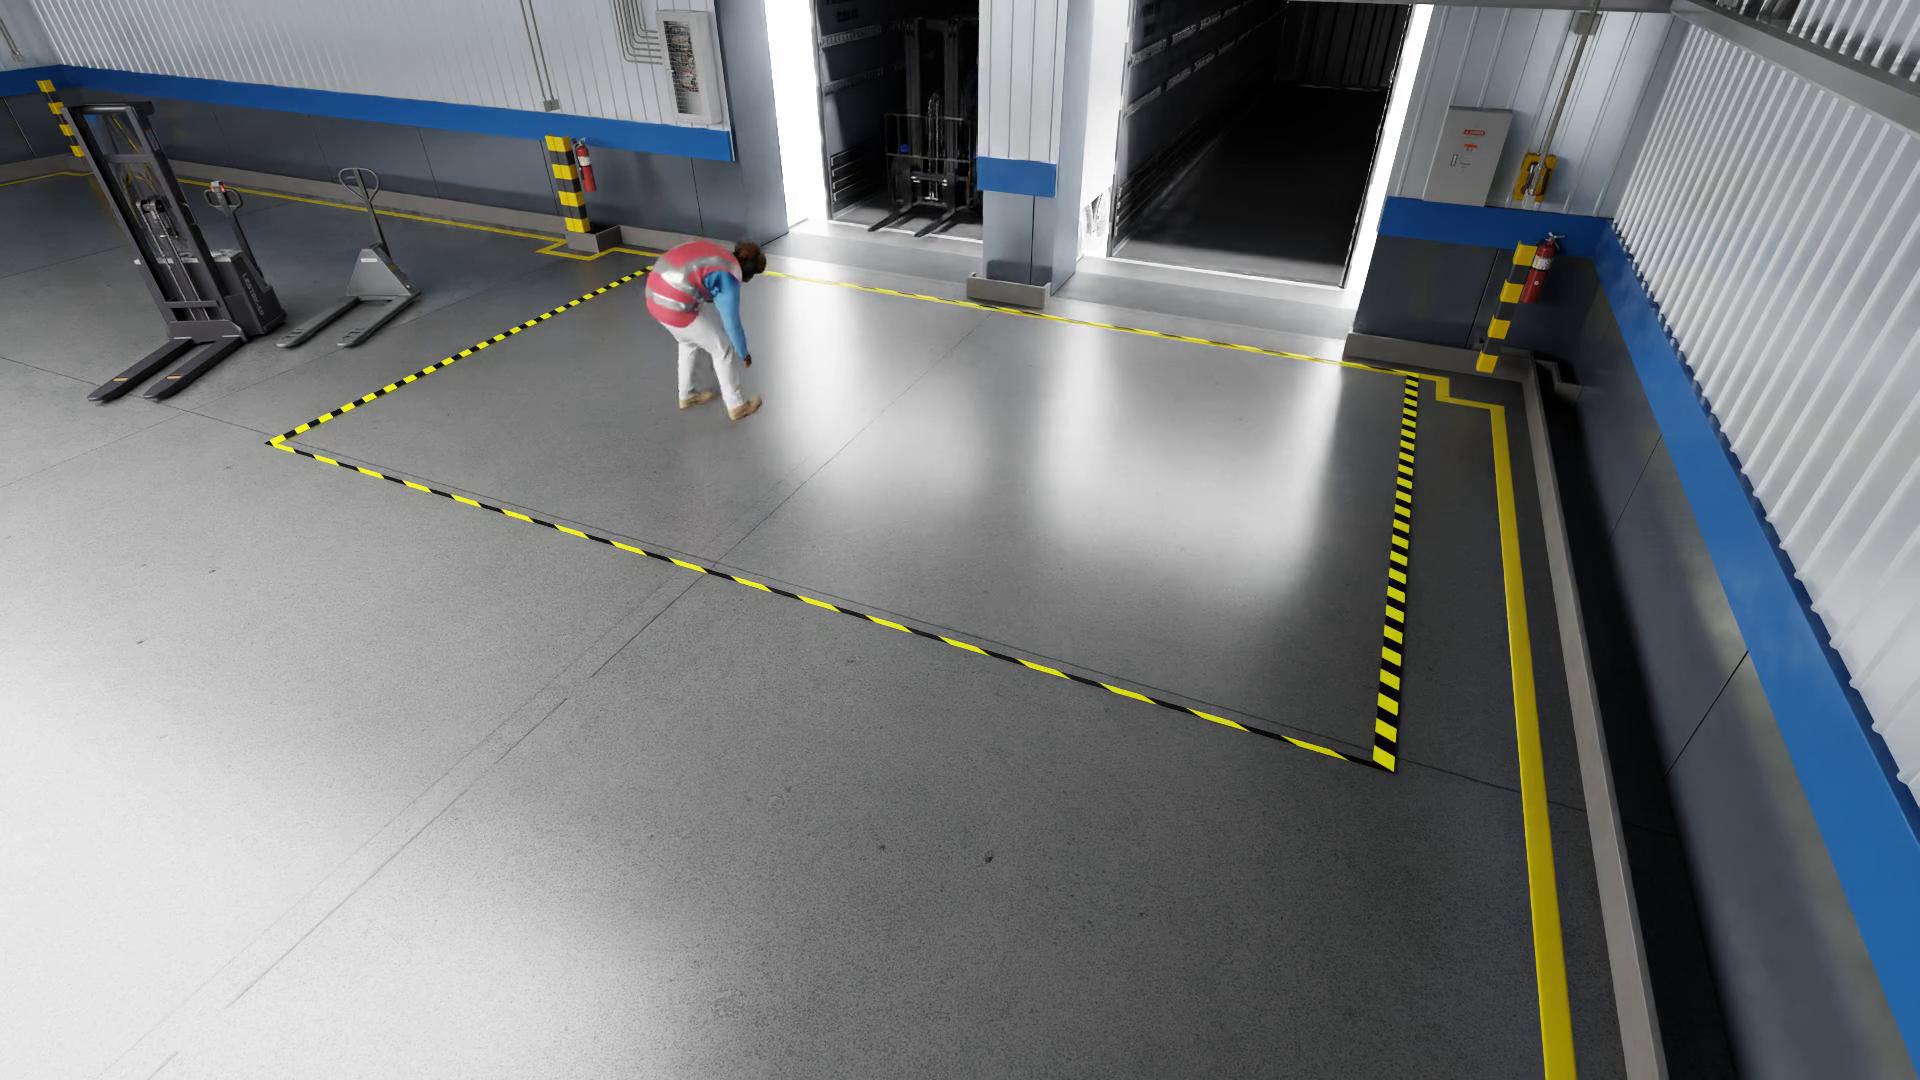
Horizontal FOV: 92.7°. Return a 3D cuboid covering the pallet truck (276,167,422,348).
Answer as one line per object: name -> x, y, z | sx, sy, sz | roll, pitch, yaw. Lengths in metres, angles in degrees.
pallet truck -> -5.732, -2.611, 8.414 | 0.680, 1.201, 1.601 | -1, 35, -1

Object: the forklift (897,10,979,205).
forklift -> 0.120, -5.602, 11.714 | 1.157, 2.036, 2.680 | 13, 37, 18

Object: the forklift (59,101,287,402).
forklift -> -6.686, -2.387, 7.434 | 0.823, 1.965, 1.885 | -3, 35, -5

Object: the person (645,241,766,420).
person -> -1.885, -1.607, 6.948 | 0.925, 1.292, 0.893 | -27, 43, -33
